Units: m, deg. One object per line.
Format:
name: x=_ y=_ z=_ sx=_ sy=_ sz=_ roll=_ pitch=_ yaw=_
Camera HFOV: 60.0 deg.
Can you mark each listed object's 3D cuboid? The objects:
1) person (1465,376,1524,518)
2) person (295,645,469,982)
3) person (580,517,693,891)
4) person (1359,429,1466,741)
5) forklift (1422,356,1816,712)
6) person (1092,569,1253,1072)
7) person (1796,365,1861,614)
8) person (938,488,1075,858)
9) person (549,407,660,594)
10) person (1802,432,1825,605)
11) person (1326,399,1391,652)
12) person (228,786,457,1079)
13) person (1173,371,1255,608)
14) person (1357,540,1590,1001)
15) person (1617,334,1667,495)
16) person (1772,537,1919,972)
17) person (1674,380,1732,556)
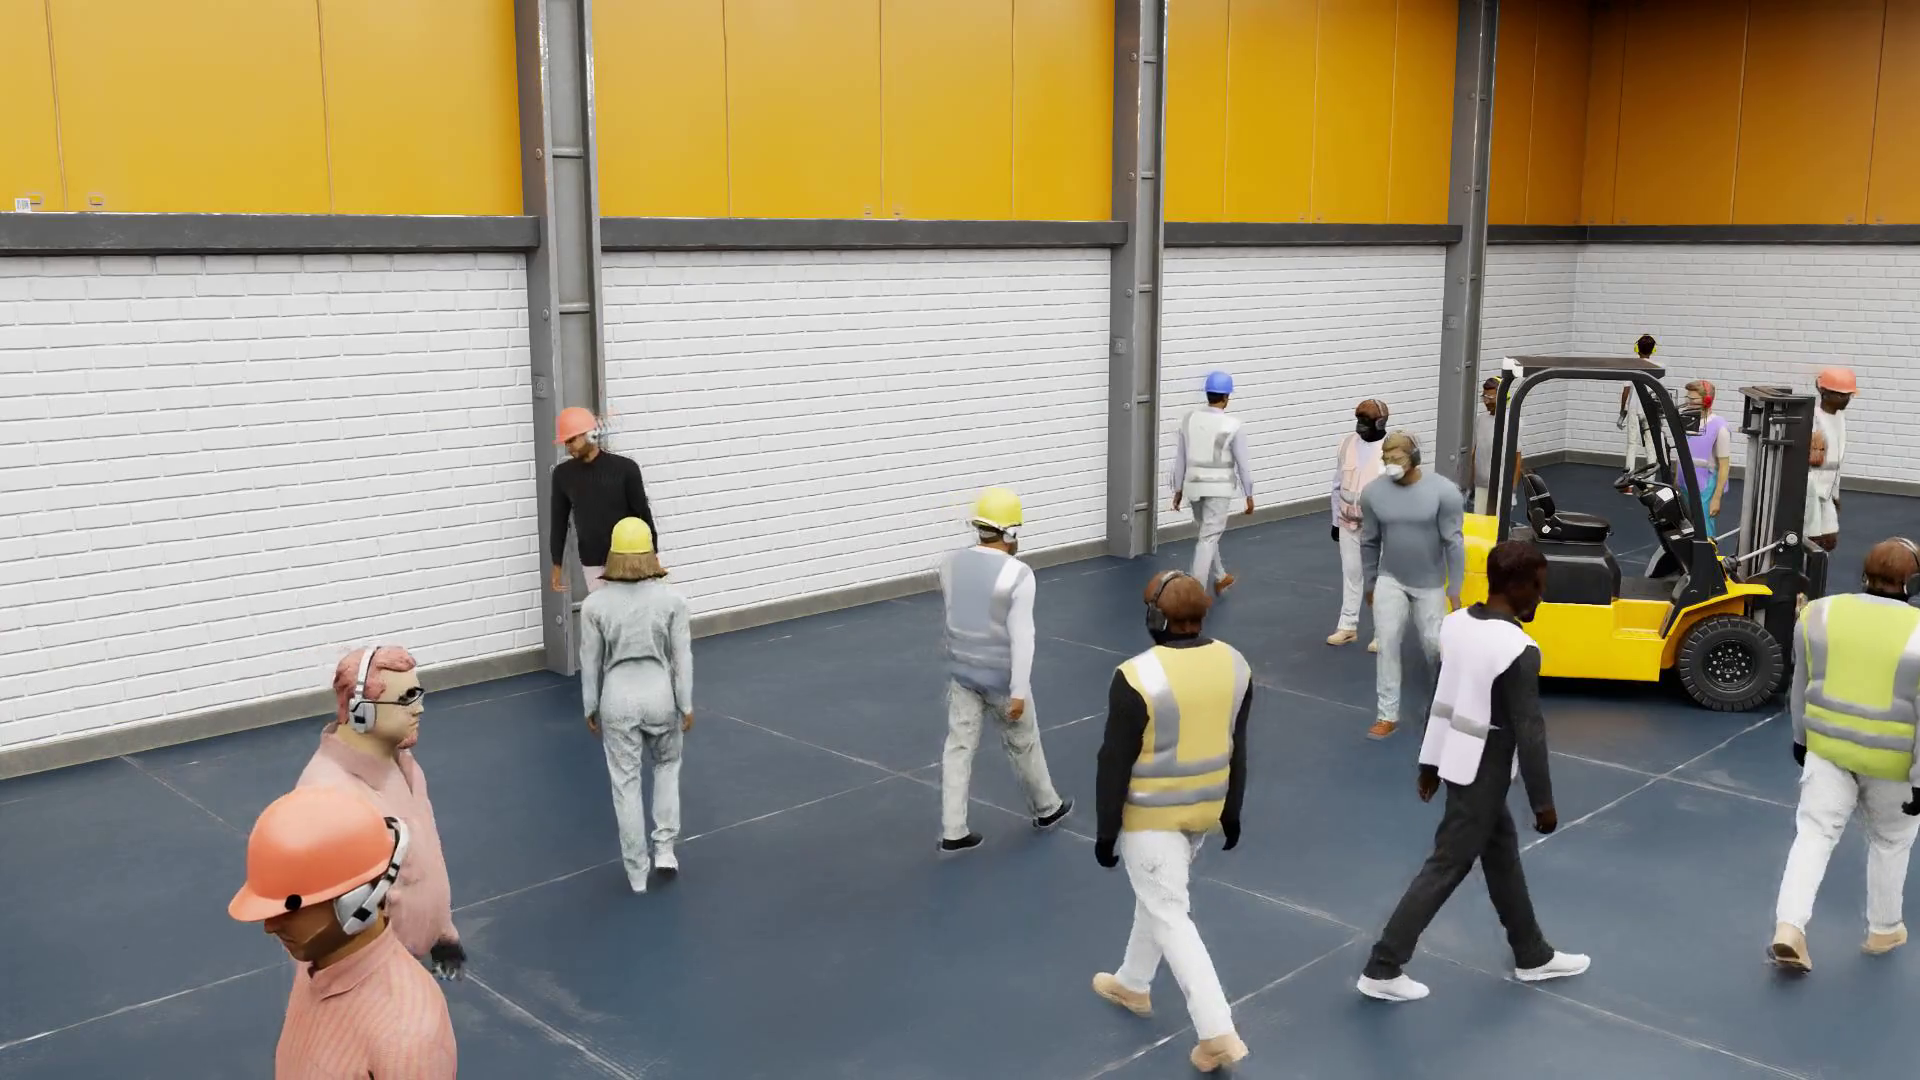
person: x=4.381 y=-0.420 z=13.723 sx=0.329 sy=1.865 sz=0.511 roll=-7 pitch=12 yaw=-32
person: x=-1.612 y=1.217 z=4.721 sx=0.504 sy=1.889 sz=0.660 roll=-1 pitch=10 yaw=-8
person: x=-1.491 y=0.747 z=7.694 sx=0.506 sy=1.727 sz=0.454 roll=-2 pitch=11 yaw=-12
person: x=2.759 y=0.246 z=10.061 sx=0.652 sy=1.895 sz=0.763 roll=7 pitch=12 yaw=33
forklift: x=4.276 y=-0.101 z=11.076 sx=2.313 sy=2.155 sz=1.214 roll=2 pitch=11 yaw=13
person: x=0.794 y=1.004 z=6.123 sx=0.631 sy=1.806 sz=0.917 roll=-7 pitch=13 yaw=-35
person: x=6.699 y=-0.375 z=13.058 sx=0.656 sy=2.017 sz=0.602 roll=-8 pitch=13 yaw=-38
person: x=0.204 y=0.626 z=8.217 sx=0.608 sy=1.785 sz=0.909 roll=8 pitch=13 yaw=37
person: x=-2.270 y=0.112 z=10.600 sx=0.647 sy=1.940 sz=0.610 roll=3 pitch=11 yaw=16
person: x=6.163 y=-0.017 z=12.300 sx=0.874 sy=1.580 sz=0.508 roll=1 pitch=10 yaw=8
person: x=2.968 y=-0.108 z=12.083 sx=0.630 sy=1.840 sz=0.429 roll=10 pitch=14 yaw=42
person: x=-1.176 y=1.432 z=3.284 sx=0.388 sy=1.987 sz=0.608 roll=-8 pitch=13 yaw=-38
person: x=2.132 y=-0.412 z=13.539 sx=0.652 sy=1.905 sz=0.935 roll=10 pitch=14 yaw=42
person: x=2.037 y=0.913 z=6.495 sx=1.024 sy=1.862 sz=0.601 roll=-2 pitch=11 yaw=-9
person: x=7.921 y=-1.454 z=19.336 sx=0.519 sy=1.874 sz=0.326 roll=2 pitch=11 yaw=9
person: x=3.670 y=0.880 z=6.795 sx=0.882 sy=1.816 sz=0.629 roll=-10 pitch=14 yaw=-43
person: x=6.044 y=-0.386 z=13.588 sx=0.374 sy=1.840 sz=0.571 roll=-2 pitch=11 yaw=-12
